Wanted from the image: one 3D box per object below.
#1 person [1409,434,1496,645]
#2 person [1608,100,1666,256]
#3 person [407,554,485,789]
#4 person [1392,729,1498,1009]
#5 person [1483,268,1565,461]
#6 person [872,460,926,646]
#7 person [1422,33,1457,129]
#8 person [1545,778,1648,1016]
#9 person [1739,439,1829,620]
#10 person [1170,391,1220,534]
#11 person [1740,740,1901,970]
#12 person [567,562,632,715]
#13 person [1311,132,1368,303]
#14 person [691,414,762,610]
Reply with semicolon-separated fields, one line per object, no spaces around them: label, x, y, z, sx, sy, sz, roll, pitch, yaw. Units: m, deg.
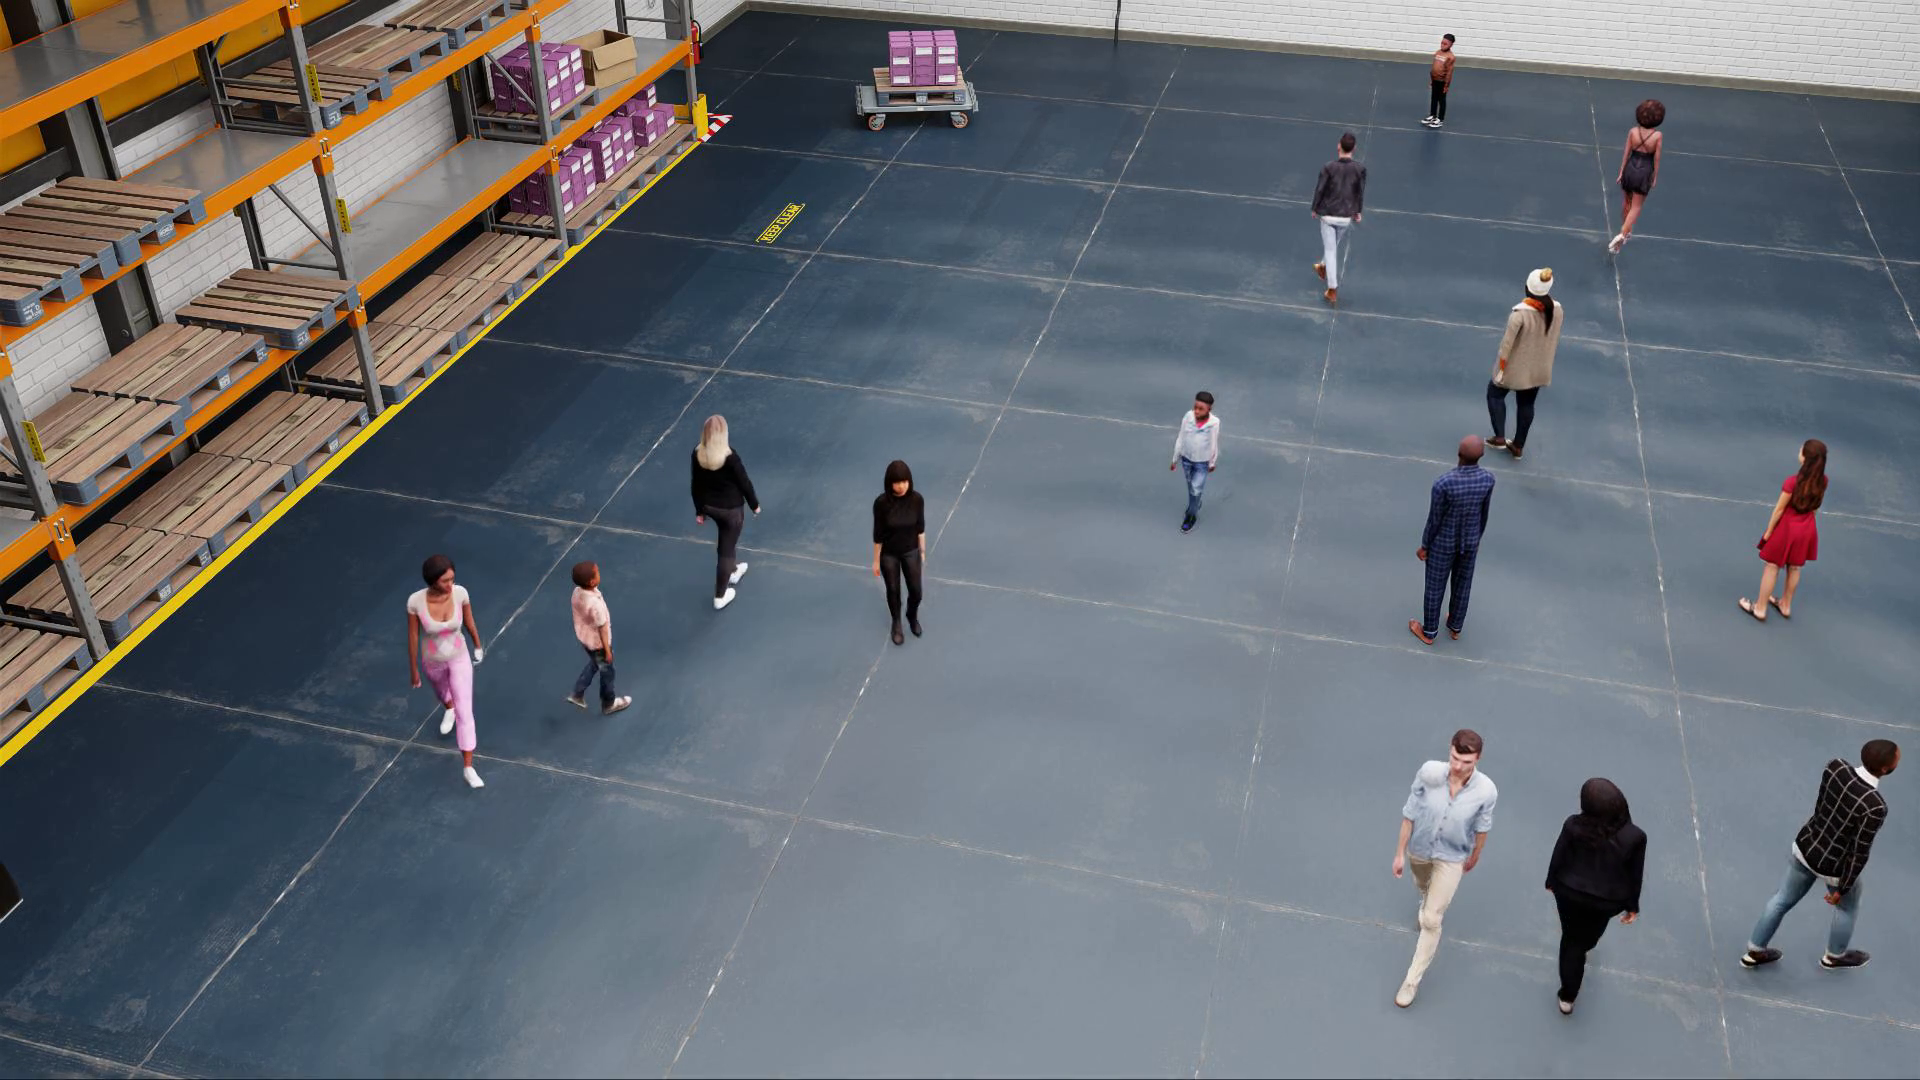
person;3.770;-0.008;12.661;0.756;1.819;0.759;-6;34;-10
person;7.643;-4.056;18.806;0.842;1.758;1.147;23;40;31
person;-3.582;0.805;11.558;1.068;1.685;1.295;-8;34;-12
person;2.881;1.800;9.942;0.879;1.818;1.296;18;37;24
person;5.100;-1.550;14.928;0.812;1.876;0.809;-6;34;-8
person;-0.486;0.054;12.739;0.672;1.628;0.698;-5;34;-8
person;6.539;-6.249;22.559;0.649;1.255;0.583;-16;37;-23
person;3.664;2.125;9.677;0.674;1.569;0.934;10;35;15
person;6.518;-0.083;13.018;0.666;1.548;0.722;-7;34;-10
person;2.062;-0.739;14.284;0.628;1.239;0.778;23;40;31
person;5.022;1.899;9.821;1.054;1.786;1.066;-10;35;-15
person;-2.695;0.733;12.016;0.780;1.299;0.694;-24;41;-32
person;4.048;-3.418;17.815;0.955;1.792;1.207;-4;34;-6
person;-1.903;-0.177;13.053;0.724;1.666;0.881;17;37;24
